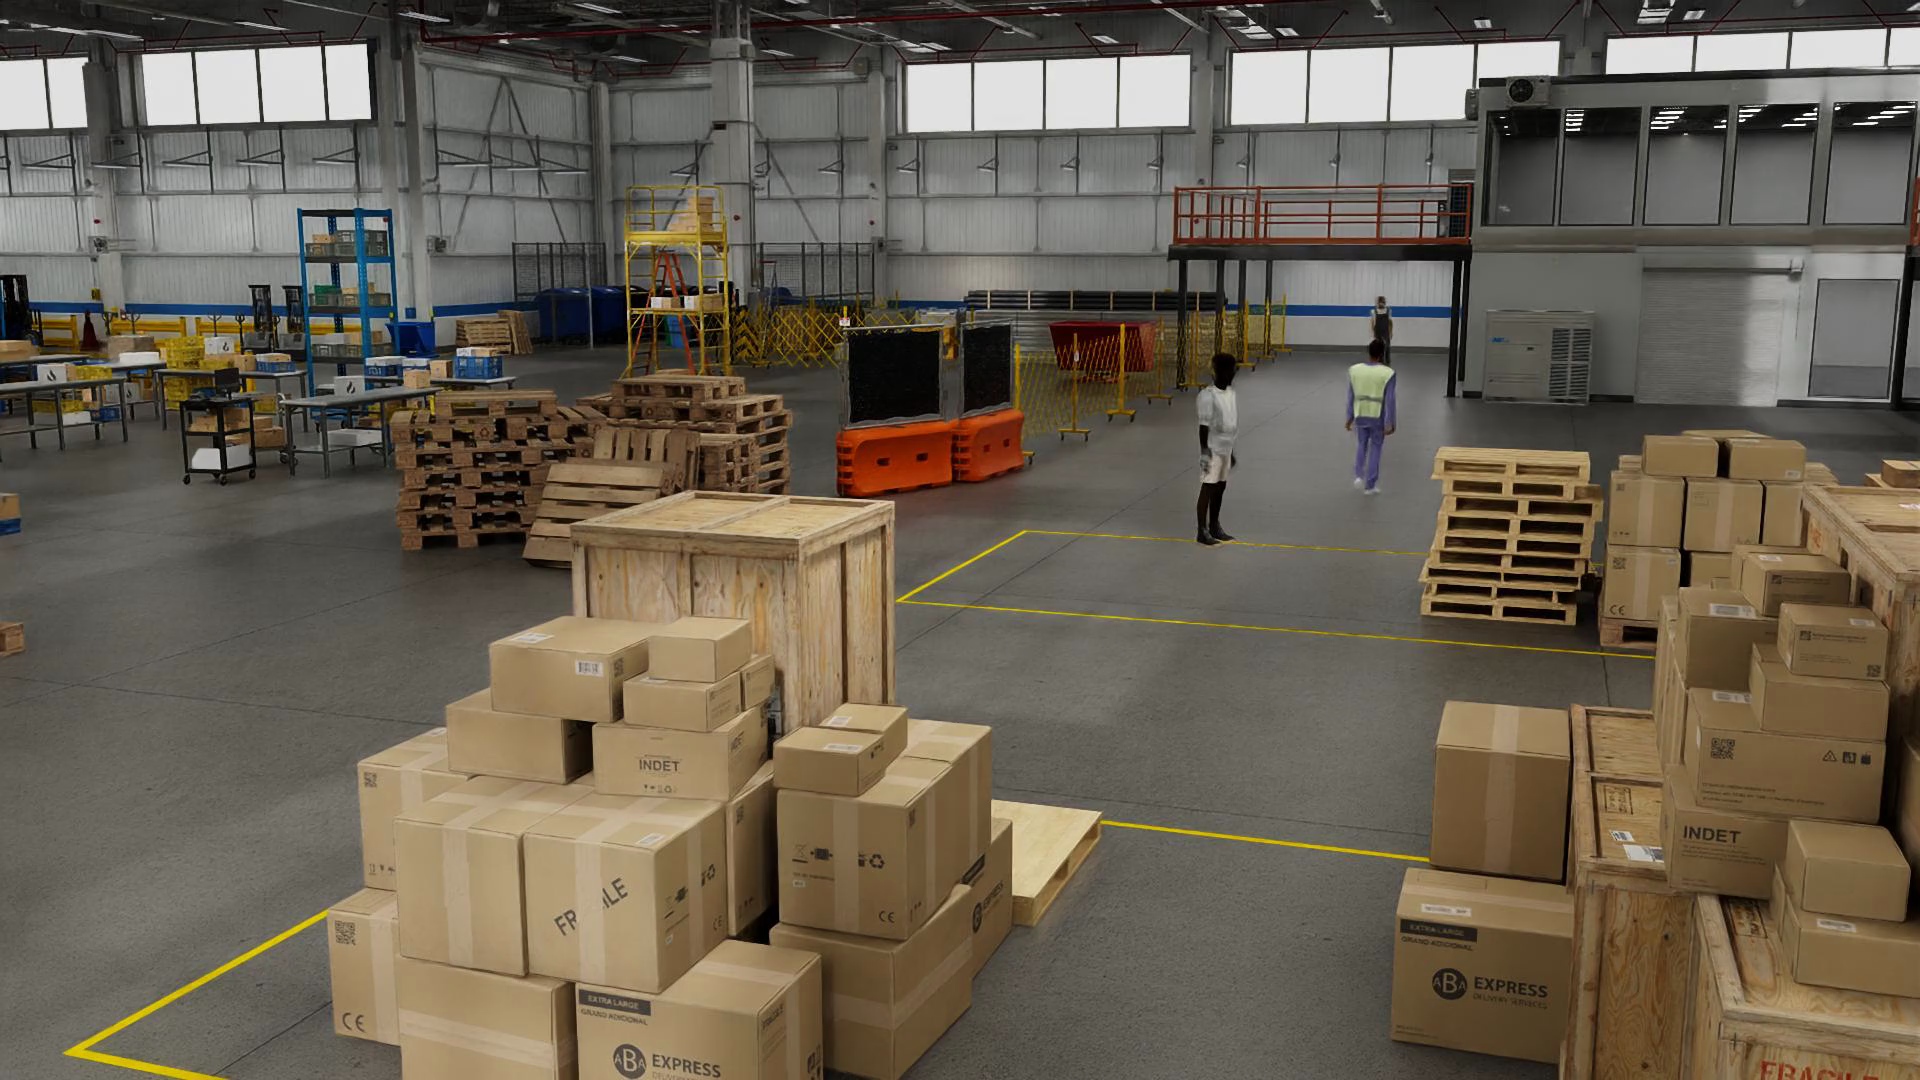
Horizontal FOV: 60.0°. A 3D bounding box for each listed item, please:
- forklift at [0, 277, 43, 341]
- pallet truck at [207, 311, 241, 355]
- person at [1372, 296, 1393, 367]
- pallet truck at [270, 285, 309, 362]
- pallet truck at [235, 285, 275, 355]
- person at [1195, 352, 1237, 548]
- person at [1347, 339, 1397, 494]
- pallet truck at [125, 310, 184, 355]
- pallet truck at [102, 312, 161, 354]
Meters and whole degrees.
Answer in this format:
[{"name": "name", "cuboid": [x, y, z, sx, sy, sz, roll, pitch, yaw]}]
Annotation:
[{"name": "forklift", "cuboid": [-27.151, -6.329, 46.328, 1.157, 1.987, 2.680, 3, 11, 17]}, {"name": "pallet truck", "cuboid": [-19.537, -5.575, 44.913, 0.653, 1.274, 1.630, 3, 11, 19]}, {"name": "person", "cuboid": [10.199, -4.981, 40.135, 0.532, 1.802, 0.831, 1, 10, 8]}, {"name": "pallet truck", "cuboid": [-17.147, -5.700, 43.663, 0.823, 1.965, 1.885, 3, 11, 17]}, {"name": "pallet truck", "cuboid": [-18.327, -5.835, 44.421, 0.823, 1.965, 1.885, 4, 11, 23]}, {"name": "person", "cuboid": [2.608, -0.916, 16.808, 0.367, 1.962, 0.613, 8, 13, 37]}, {"name": "person", "cuboid": [5.030, -1.500, 20.280, 0.616, 1.899, 0.463, 8, 13, 36]}, {"name": "pallet truck", "cuboid": [-22.038, -5.665, 45.457, 0.704, 1.261, 1.522, 3, 11, 17]}, {"name": "pallet truck", "cuboid": [-23.057, -5.777, 46.261, 0.680, 1.201, 1.601, 3, 11, 19]}]
